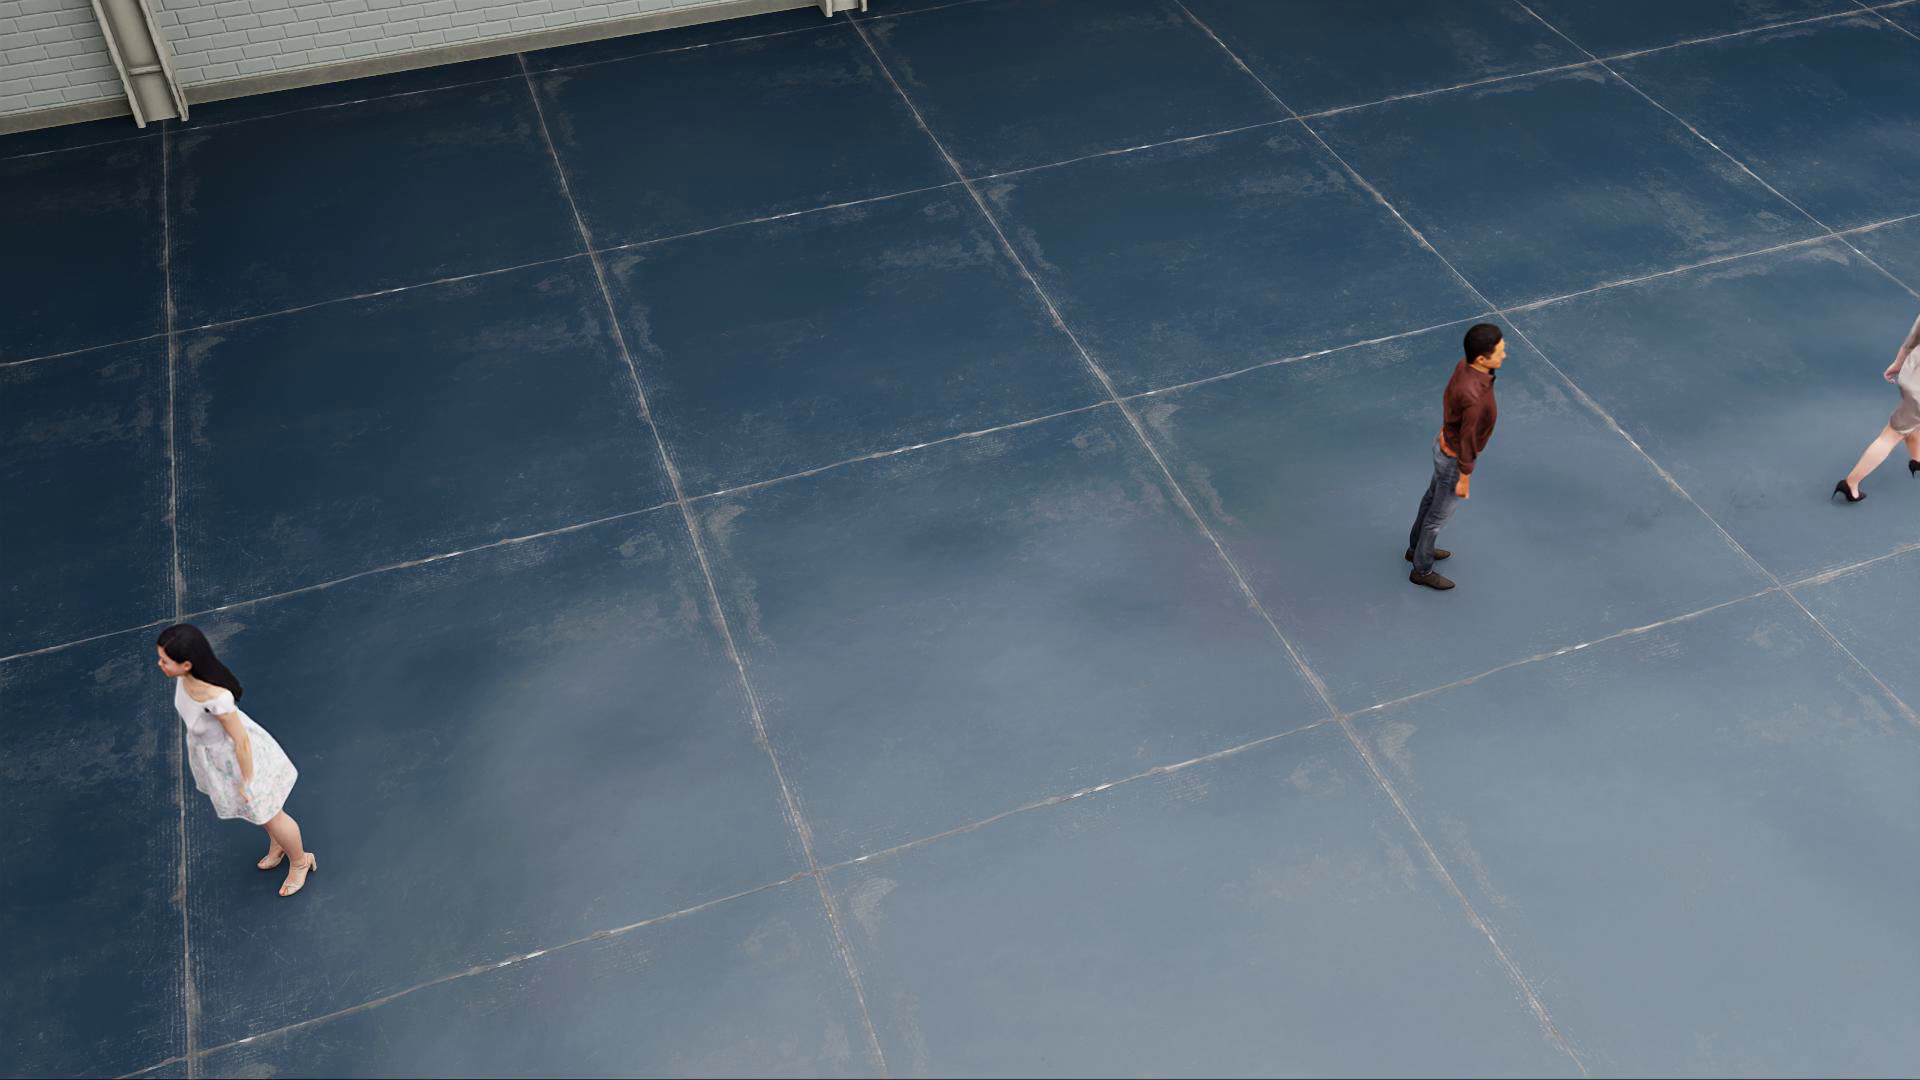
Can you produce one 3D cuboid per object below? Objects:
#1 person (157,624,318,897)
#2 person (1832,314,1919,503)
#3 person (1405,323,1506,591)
[{"bbox_3d":[-3.396,1.040,7.801,0.756,1.774,0.743,-31,51,-29],"label":"person"},{"bbox_3d":[5.647,-0.888,9.911,1.060,1.712,0.750,-7,43,-7],"label":"person"},{"bbox_3d":[2.798,-0.482,9.425,0.702,1.782,0.719,6,43,7],"label":"person"}]
